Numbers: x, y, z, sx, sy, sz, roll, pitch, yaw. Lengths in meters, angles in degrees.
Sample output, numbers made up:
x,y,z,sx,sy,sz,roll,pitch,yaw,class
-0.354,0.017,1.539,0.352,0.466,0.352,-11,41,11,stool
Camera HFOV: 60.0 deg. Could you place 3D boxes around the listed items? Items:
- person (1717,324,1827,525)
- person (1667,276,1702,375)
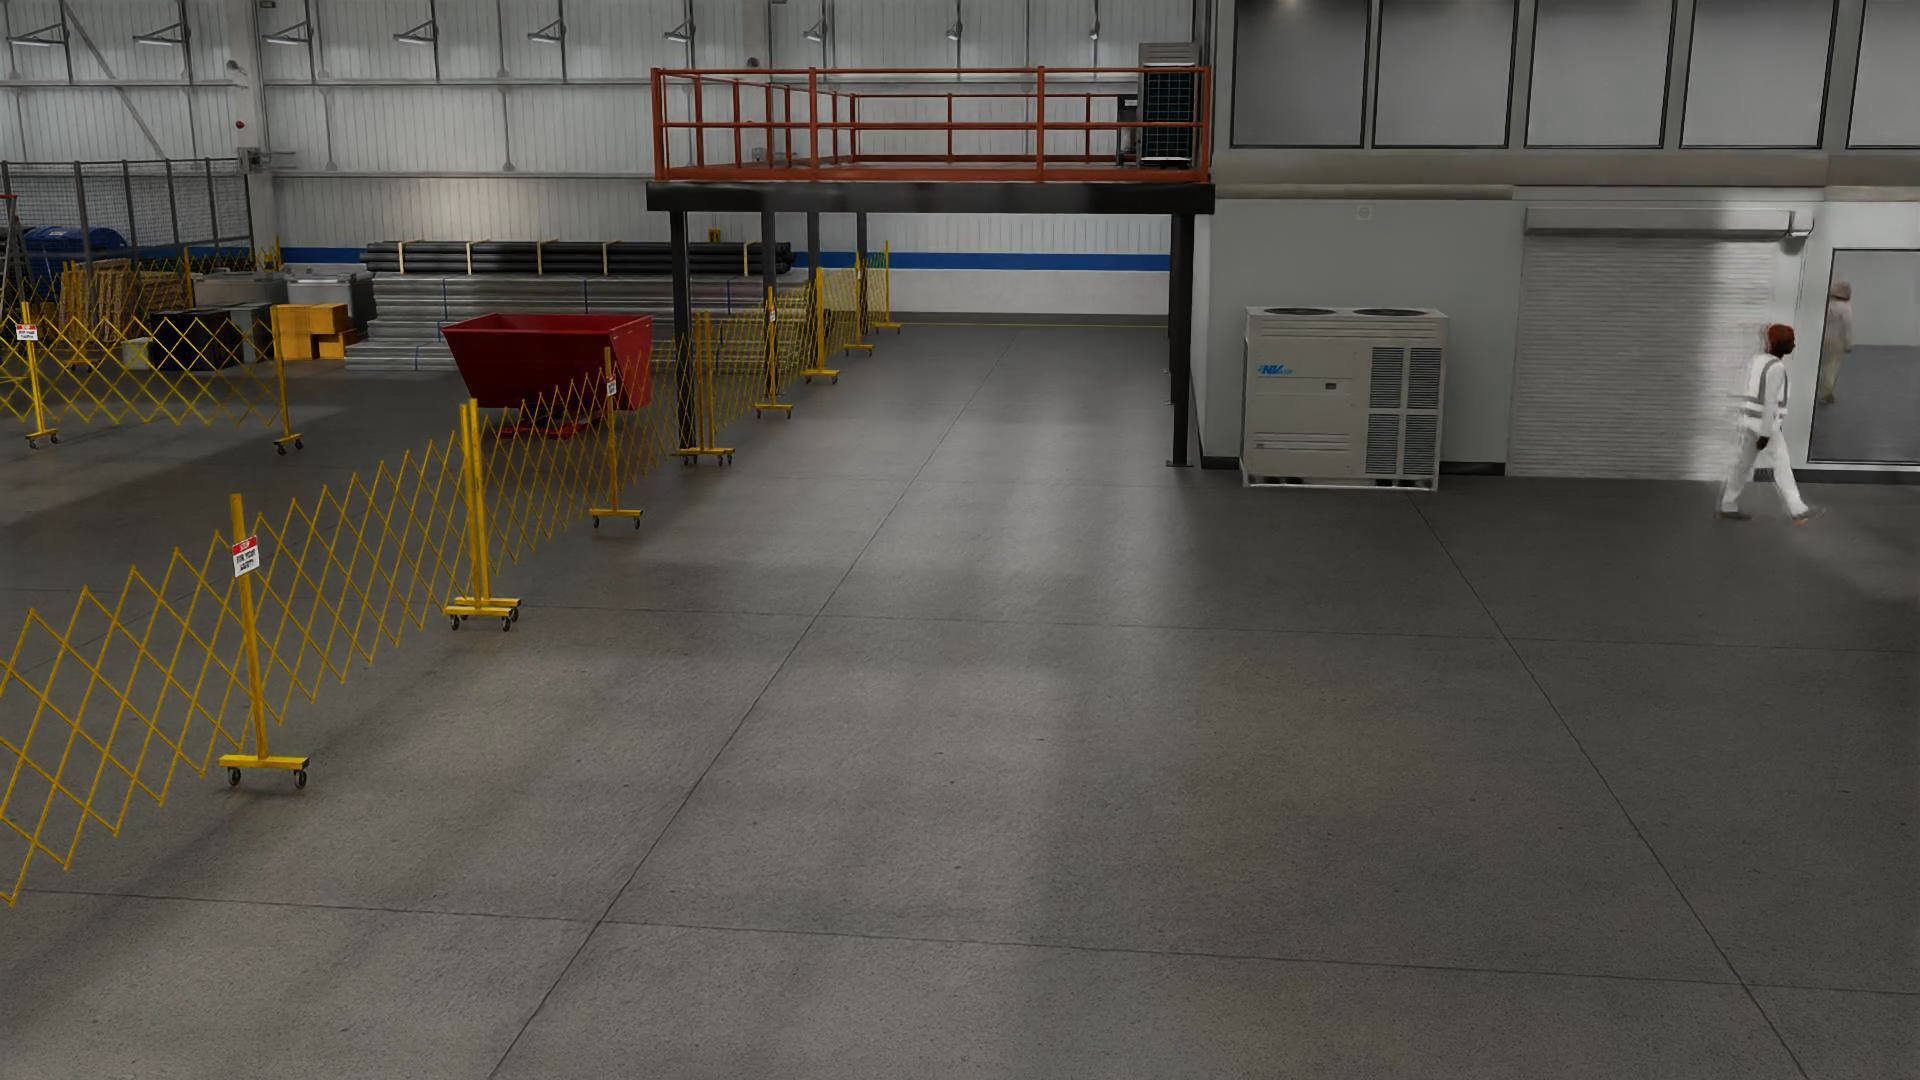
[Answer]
x,y,z,sx,sy,sz,roll,pitch,yaw,class
7.499,-1.044,15.224,0.942,1.844,0.580,1,14,6,person
9.184,-2.527,21.301,0.521,1.838,0.903,-9,16,-32,person
